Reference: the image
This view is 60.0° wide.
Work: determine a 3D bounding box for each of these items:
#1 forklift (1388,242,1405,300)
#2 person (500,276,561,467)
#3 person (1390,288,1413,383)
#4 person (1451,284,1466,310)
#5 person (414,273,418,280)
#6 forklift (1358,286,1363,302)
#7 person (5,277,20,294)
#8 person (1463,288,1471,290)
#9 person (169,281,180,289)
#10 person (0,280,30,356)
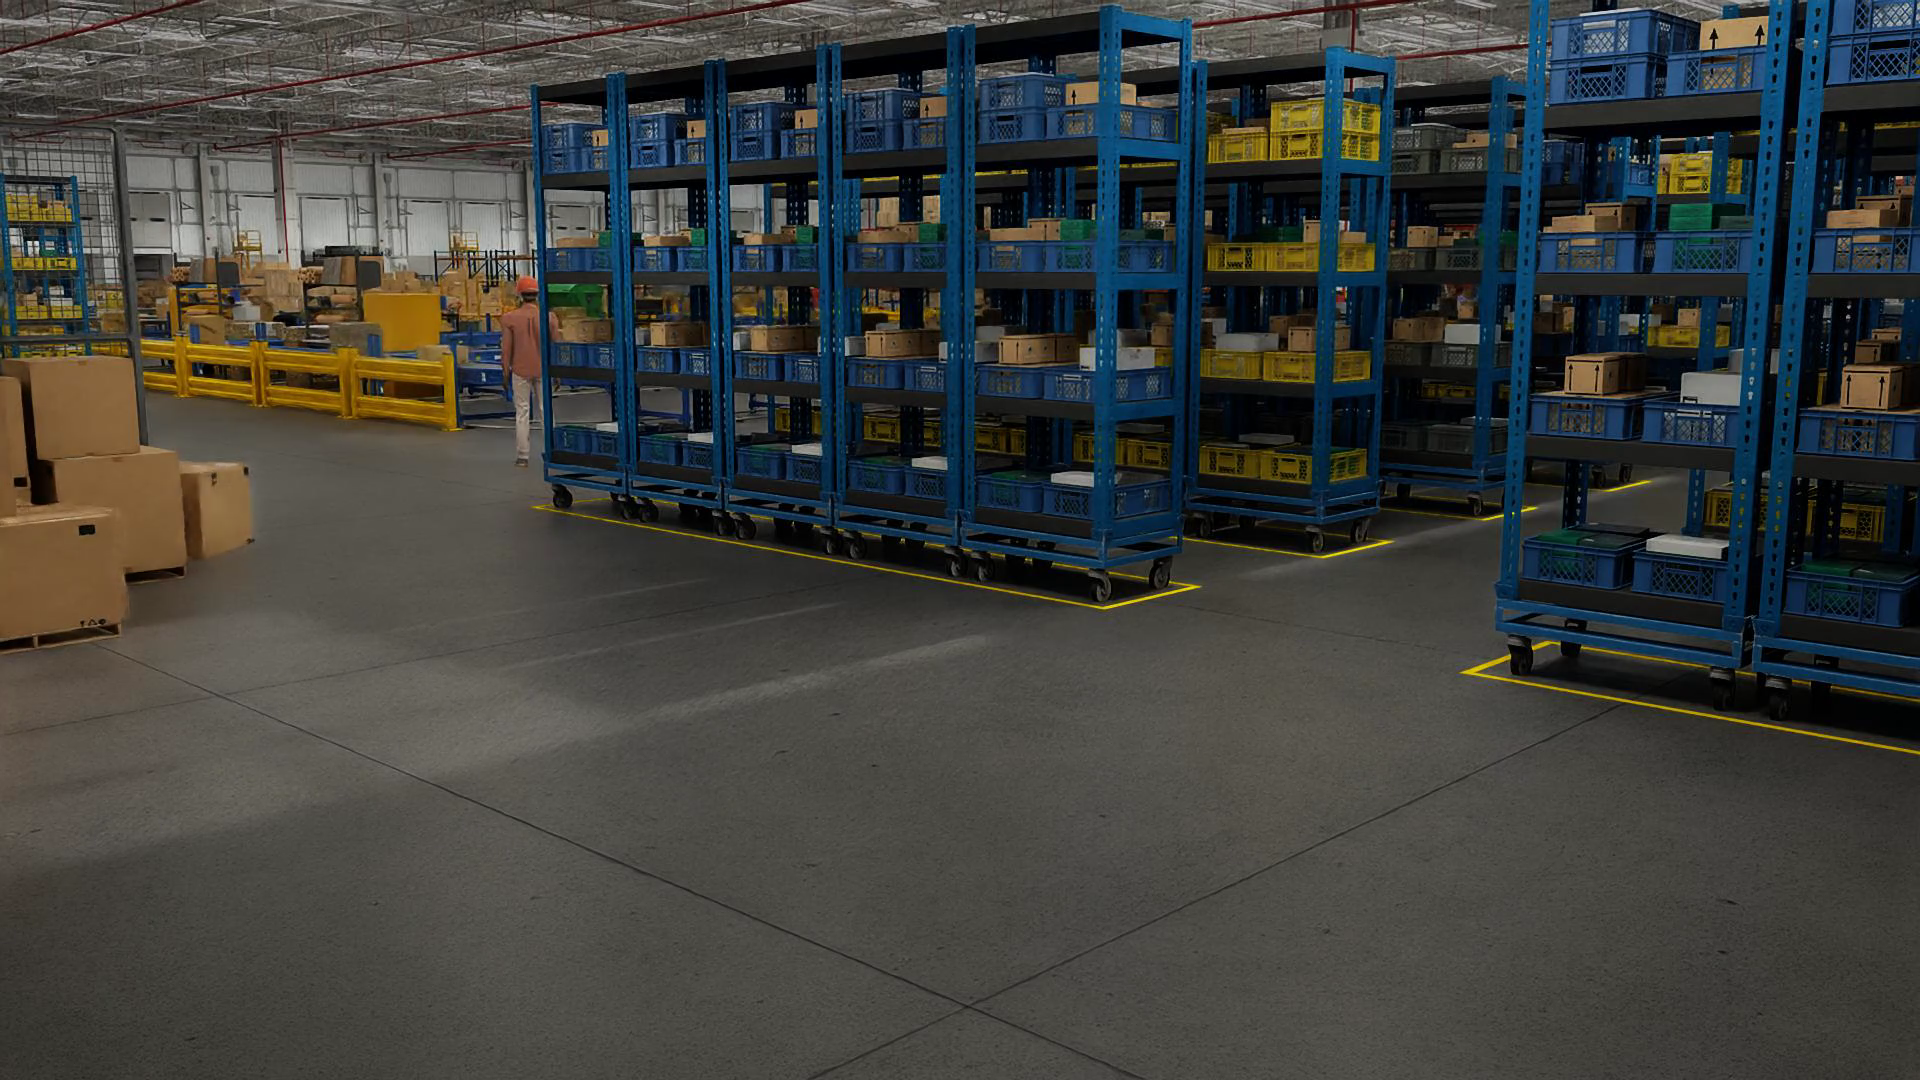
[{"bbox_3d":[12.827,-7.232,48.287,1.873,2.768,1.129,9,13,43],"label":"forklift"},{"bbox_3d":[-4.487,-1.755,17.413,0.625,1.991,0.392,-4,10,-22],"label":"person"},{"bbox_3d":[5.531,-2.239,20.879,0.404,1.832,0.597,-3,10,-18],"label":"person"},{"bbox_3d":[9.221,-3.867,30.817,0.389,1.846,0.566,4,10,21],"label":"person"},{"bbox_3d":[-28.085,-12.851,85.788,0.352,1.881,0.576,1,9,8],"label":"person"},{"bbox_3d":[11.100,-7.017,46.970,1.873,2.768,1.129,9,13,43],"label":"forklift"},{"bbox_3d":[-35.052,-8.946,61.581,0.618,1.976,1.096,2,9,12],"label":"person"},{"bbox_3d":[20.791,-10.100,68.493,0.824,2.018,0.637,7,12,39],"label":"person"},{"bbox_3d":[-25.677,-7.732,54.376,0.935,1.906,0.559,-1,9,-8],"label":"person"},{"bbox_3d":[-21.674,-5.048,38.147,0.997,1.817,0.506,-5,11,-30],"label":"person"}]
